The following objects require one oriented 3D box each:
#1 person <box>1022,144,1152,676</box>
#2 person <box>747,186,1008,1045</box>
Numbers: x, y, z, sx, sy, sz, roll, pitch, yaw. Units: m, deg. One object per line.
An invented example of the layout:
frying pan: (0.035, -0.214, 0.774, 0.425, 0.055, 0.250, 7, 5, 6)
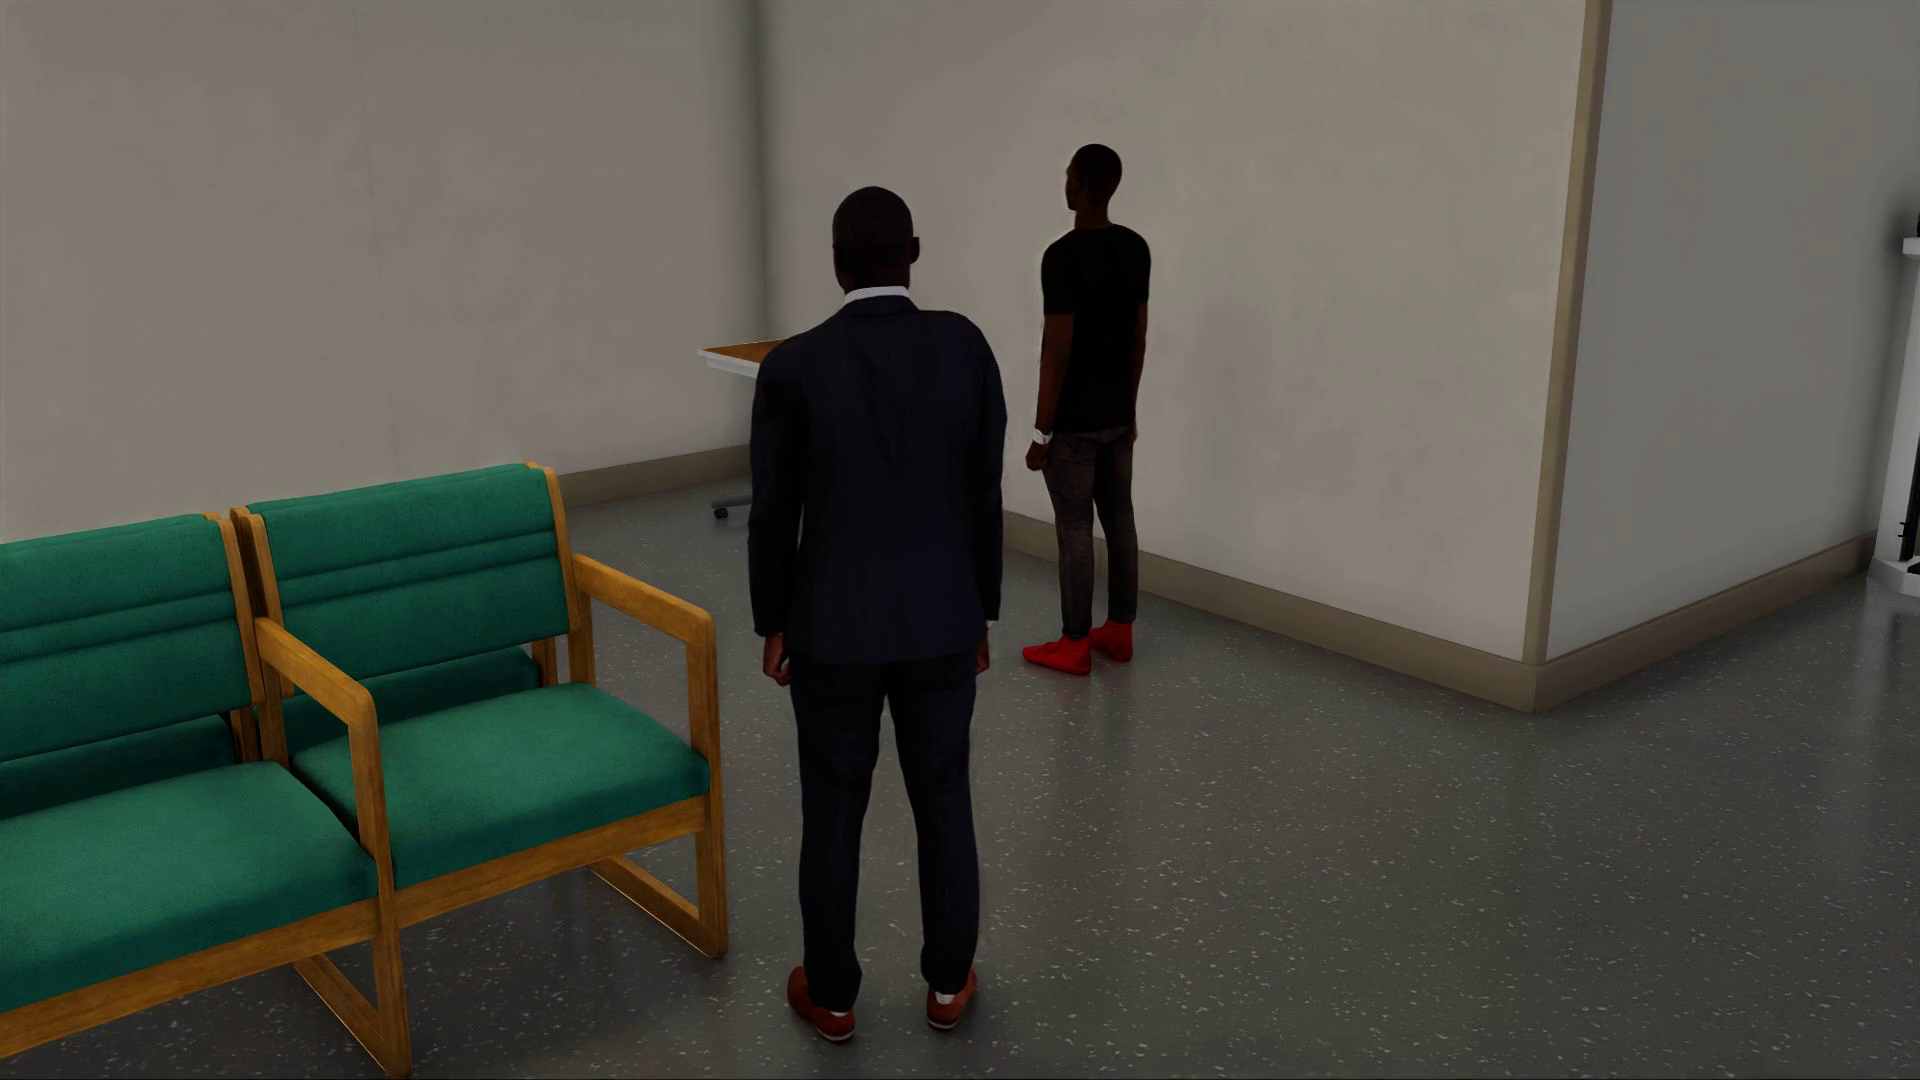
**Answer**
person: (0.451, -0.437, 5.714, 0.635, 1.805, 0.505, -13, 20, -38)
person: (-0.152, 0.185, 3.479, 0.784, 1.821, 0.792, -2, 16, -8)
